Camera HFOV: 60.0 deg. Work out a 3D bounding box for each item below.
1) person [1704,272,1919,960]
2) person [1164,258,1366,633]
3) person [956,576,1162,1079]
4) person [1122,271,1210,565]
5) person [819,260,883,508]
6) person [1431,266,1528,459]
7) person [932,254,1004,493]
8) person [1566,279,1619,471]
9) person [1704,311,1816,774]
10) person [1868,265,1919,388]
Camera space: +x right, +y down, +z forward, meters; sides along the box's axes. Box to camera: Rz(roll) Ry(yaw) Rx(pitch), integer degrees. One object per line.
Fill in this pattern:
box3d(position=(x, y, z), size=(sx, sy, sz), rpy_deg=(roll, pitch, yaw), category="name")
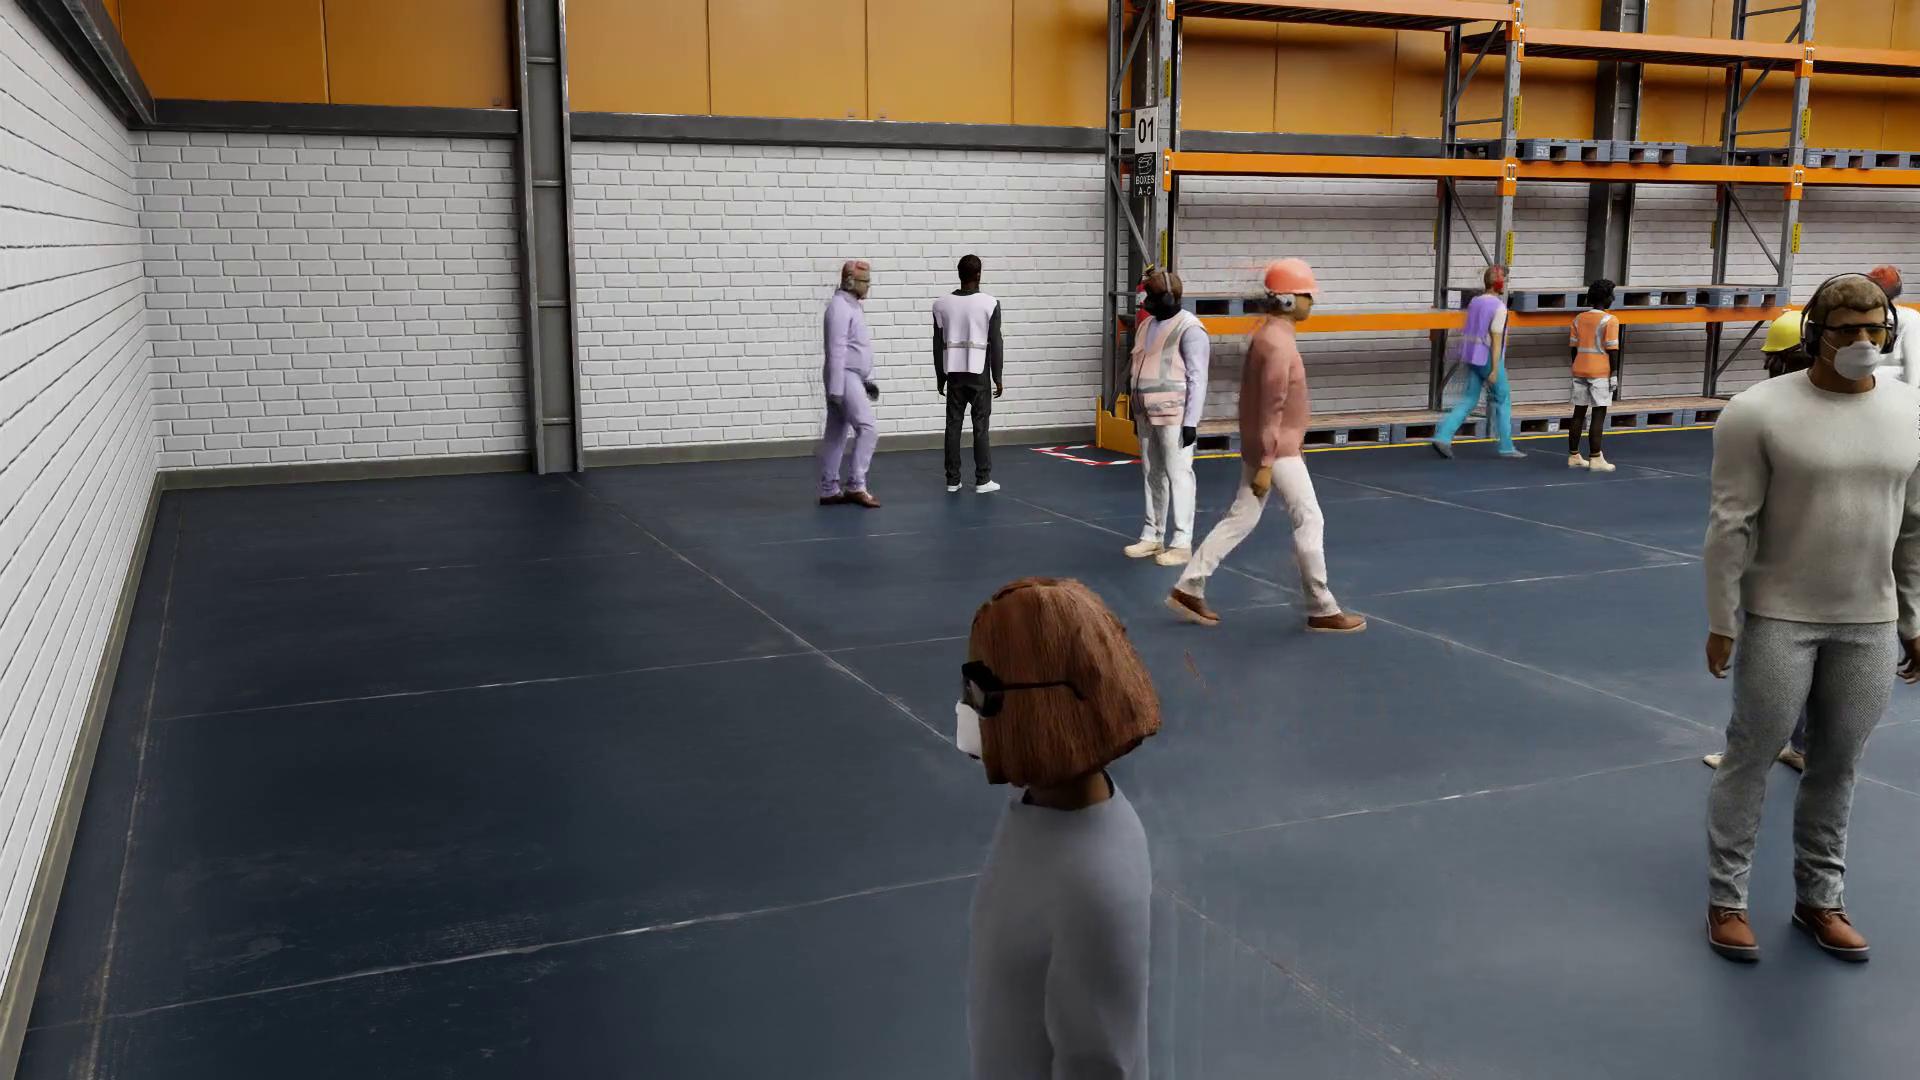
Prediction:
box3d(position=(2.405, 0.228, 4.674), size=(0.633, 1.938, 0.356), rpy_deg=(0, 10, 2), category="person")
box3d(position=(1.574, -0.483, 8.629), size=(1.019, 1.951, 0.613), rpy_deg=(0, 10, 0), category="person")
box3d(position=(0.187, 0.839, 2.205), size=(0.695, 1.614, 0.505), rpy_deg=(-1, 10, -7), category="person")
box3d(position=(1.285, -0.764, 10.482), size=(0.430, 1.840, 0.626), rpy_deg=(-6, 12, -28), category="person")
box3d(position=(-0.810, -1.181, 12.679), size=(0.623, 1.874, 0.673), rpy_deg=(-1, 10, -4), category="person")
box3d(position=(4.852, -1.638, 15.443), size=(0.887, 1.811, 0.566), rpy_deg=(-3, 11, -17), category="person")
box3d(position=(0.066, -1.323, 13.439), size=(0.591, 1.895, 0.390), rpy_deg=(4, 11, 19), category="person")
box3d(position=(5.625, -1.458, 14.739), size=(0.317, 1.695, 0.540), rpy_deg=(-4, 11, -22), category="person")
box3d(position=(3.086, 0.027, 6.277), size=(0.534, 1.767, 0.318), rpy_deg=(-2, 10, -12), category="person")
box3d(position=(6.733, -1.097, 12.282), size=(0.805, 1.861, 0.587), rpy_deg=(-9, 13, -40), category="person")
